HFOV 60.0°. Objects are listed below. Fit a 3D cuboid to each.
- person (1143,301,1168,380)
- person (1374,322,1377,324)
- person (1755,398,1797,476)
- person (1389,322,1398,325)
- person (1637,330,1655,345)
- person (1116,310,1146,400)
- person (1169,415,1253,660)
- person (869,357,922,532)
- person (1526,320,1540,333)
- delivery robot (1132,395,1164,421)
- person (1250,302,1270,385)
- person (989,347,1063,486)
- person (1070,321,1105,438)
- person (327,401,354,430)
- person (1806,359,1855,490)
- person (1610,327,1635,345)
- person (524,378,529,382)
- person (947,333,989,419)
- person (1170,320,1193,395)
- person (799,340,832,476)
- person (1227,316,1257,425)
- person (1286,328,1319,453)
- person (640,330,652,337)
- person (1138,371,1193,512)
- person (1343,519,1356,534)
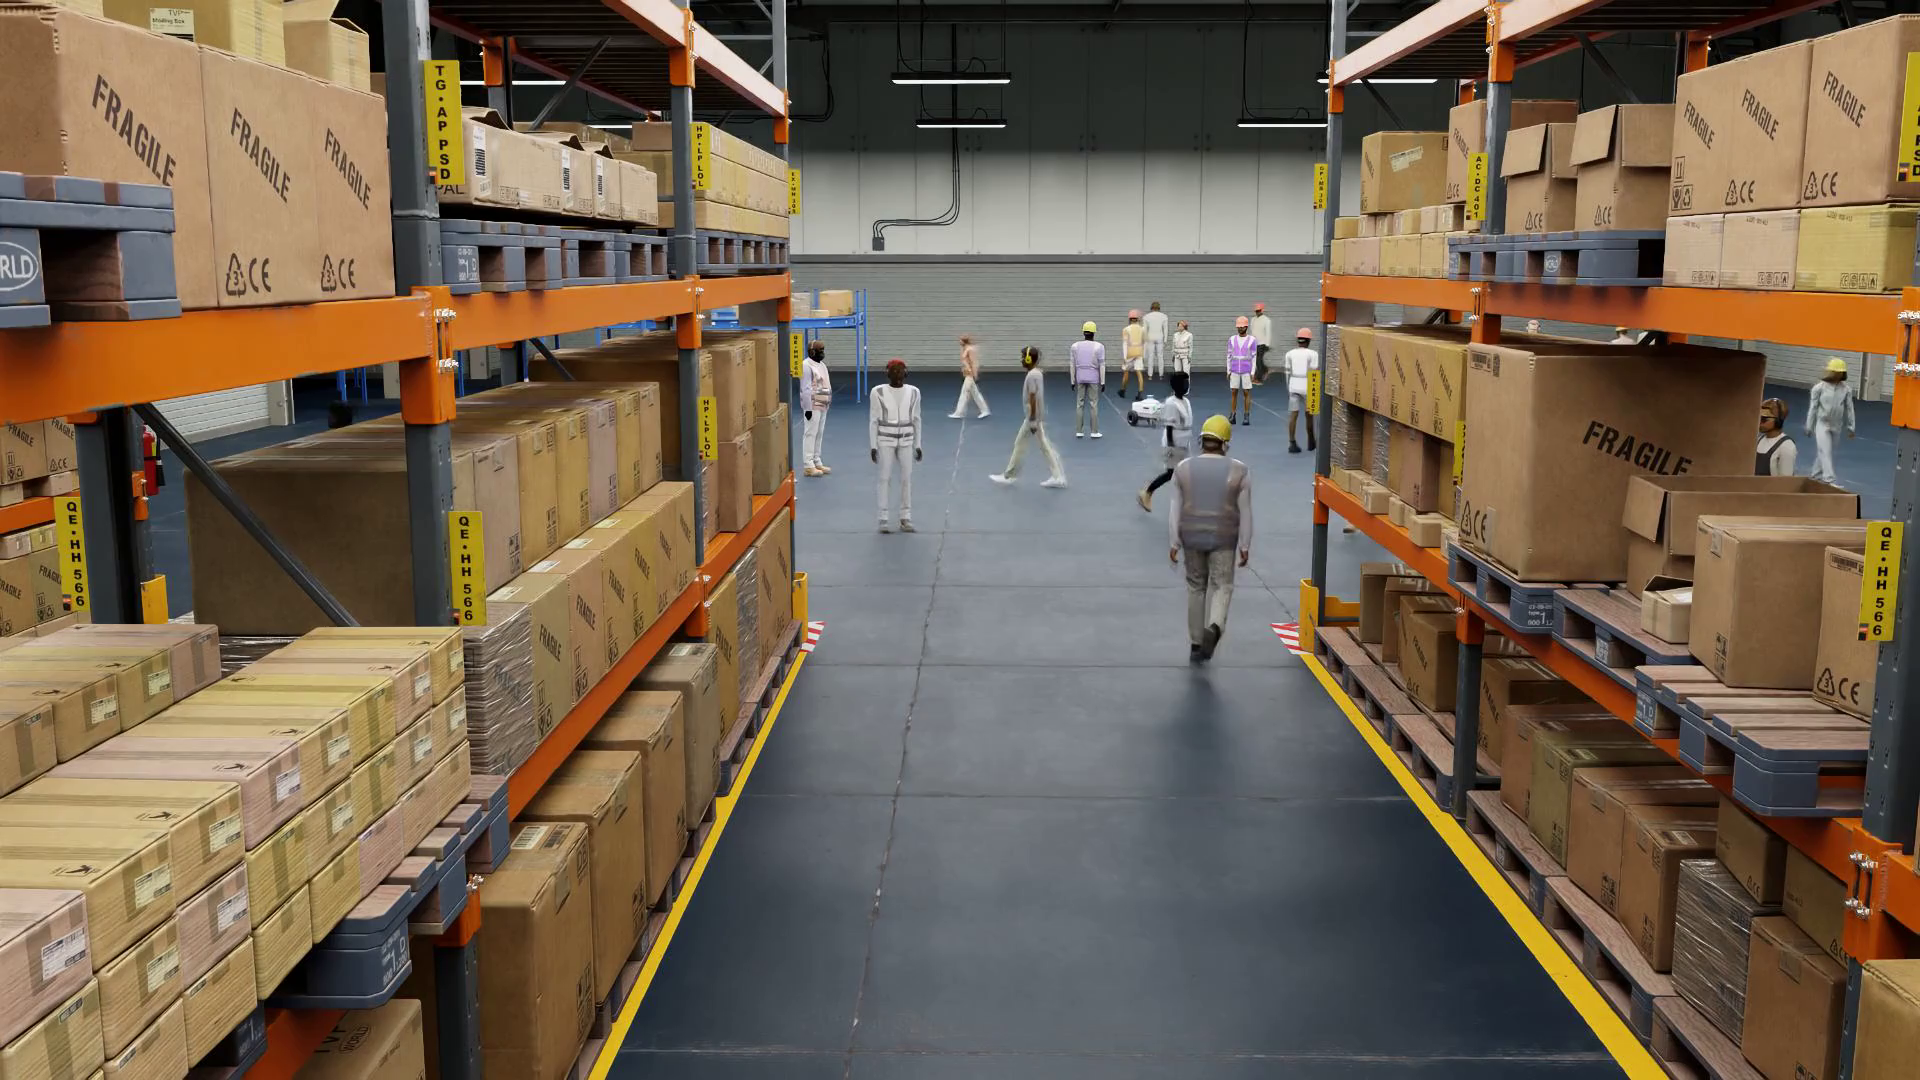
[{"bbox_3d":[4.842,-4.950,41.298,0.629,1.940,0.379,1,9,3],"label":"person"},{"bbox_3d":[6.400,-2.431,26.055,0.607,1.984,1.021,-1,10,-6],"label":"person"},{"bbox_3d":[6.383,-0.203,13.167,0.360,1.843,0.514,0,9,1],"label":"person"},{"bbox_3d":[7.314,-2.709,27.968,0.611,1.920,0.901,5,11,29],"label":"person"},{"bbox_3d":[15.353,-4.099,37.157,0.530,1.604,0.695,1,10,7],"label":"person"},{"bbox_3d":[3.675,-3.939,35.396,0.569,1.878,1.001,-3,10,-17],"label":"person"},{"bbox_3d":[1.801,0.005,12.039,0.609,1.812,0.649,3,10,16],"label":"person"},{"bbox_3d":[-0.701,-1.036,18.021,0.581,1.882,0.341,-3,10,-17],"label":"person"},{"bbox_3d":[9.897,-2.857,28.885,0.639,1.902,0.406,0,9,0],"label":"person"},{"bbox_3d":[3.381,-2.334,29.616,0.477,0.478,0.707,-5,11,-29],"label":"delivery robot"},{"bbox_3d":[7.191,-4.700,39.687,0.581,1.973,0.634,-6,11,-32],"label":"person"},{"bbox_3d":[0.908,-1.602,21.625,0.995,1.816,0.550,3,10,18],"label":"person"},{"bbox_3d":[2.126,-2.655,27.588,0.595,1.925,0.370,4,10,20],"label":"person"},{"bbox_3d":[-5.501,-0.430,15.053,0.824,1.662,0.533,-7,12,-38],"label":"person"},{"bbox_3d":[10.912,-1.405,20.770,0.511,1.688,0.904,-1,9,-4],"label":"person"},{"bbox_3d":[12.992,-3.412,32.747,0.543,1.713,0.931,-2,10,-10],"label":"person"},{"bbox_3d":[-4.801,-1.245,19.235,0.599,1.898,0.757,-6,11,-32],"label":"person"},{"bbox_3d":[0.189,-3.039,30.888,0.829,1.595,0.569,-2,10,-13],"label":"person"},{"bbox_3d":[4.885,-4.011,36.573,0.511,1.640,0.308,8,13,41],"label":"person"},{"bbox_3d":[-1.972,-1.817,22.825,0.429,1.841,0.634,3,10,16],"label":"person"},{"bbox_3d":[5.054,-3.045,29.893,0.544,1.939,0.354,4,10,22],"label":"person"},{"bbox_3d":[5.290,-2.307,25.622,0.549,1.926,0.688,6,11,33],"label":"person"},{"bbox_3d":[-4.710,-2.225,25.124,0.645,1.901,0.925,-2,10,-10],"label":"person"},{"bbox_3d":[2.453,-1.112,19.096,0.730,1.676,0.545,6,11,32],"label":"person"},{"bbox_3d":[4.349,-0.950,17.758,0.633,1.804,0.876,5,11,26],"label":"person"}]
